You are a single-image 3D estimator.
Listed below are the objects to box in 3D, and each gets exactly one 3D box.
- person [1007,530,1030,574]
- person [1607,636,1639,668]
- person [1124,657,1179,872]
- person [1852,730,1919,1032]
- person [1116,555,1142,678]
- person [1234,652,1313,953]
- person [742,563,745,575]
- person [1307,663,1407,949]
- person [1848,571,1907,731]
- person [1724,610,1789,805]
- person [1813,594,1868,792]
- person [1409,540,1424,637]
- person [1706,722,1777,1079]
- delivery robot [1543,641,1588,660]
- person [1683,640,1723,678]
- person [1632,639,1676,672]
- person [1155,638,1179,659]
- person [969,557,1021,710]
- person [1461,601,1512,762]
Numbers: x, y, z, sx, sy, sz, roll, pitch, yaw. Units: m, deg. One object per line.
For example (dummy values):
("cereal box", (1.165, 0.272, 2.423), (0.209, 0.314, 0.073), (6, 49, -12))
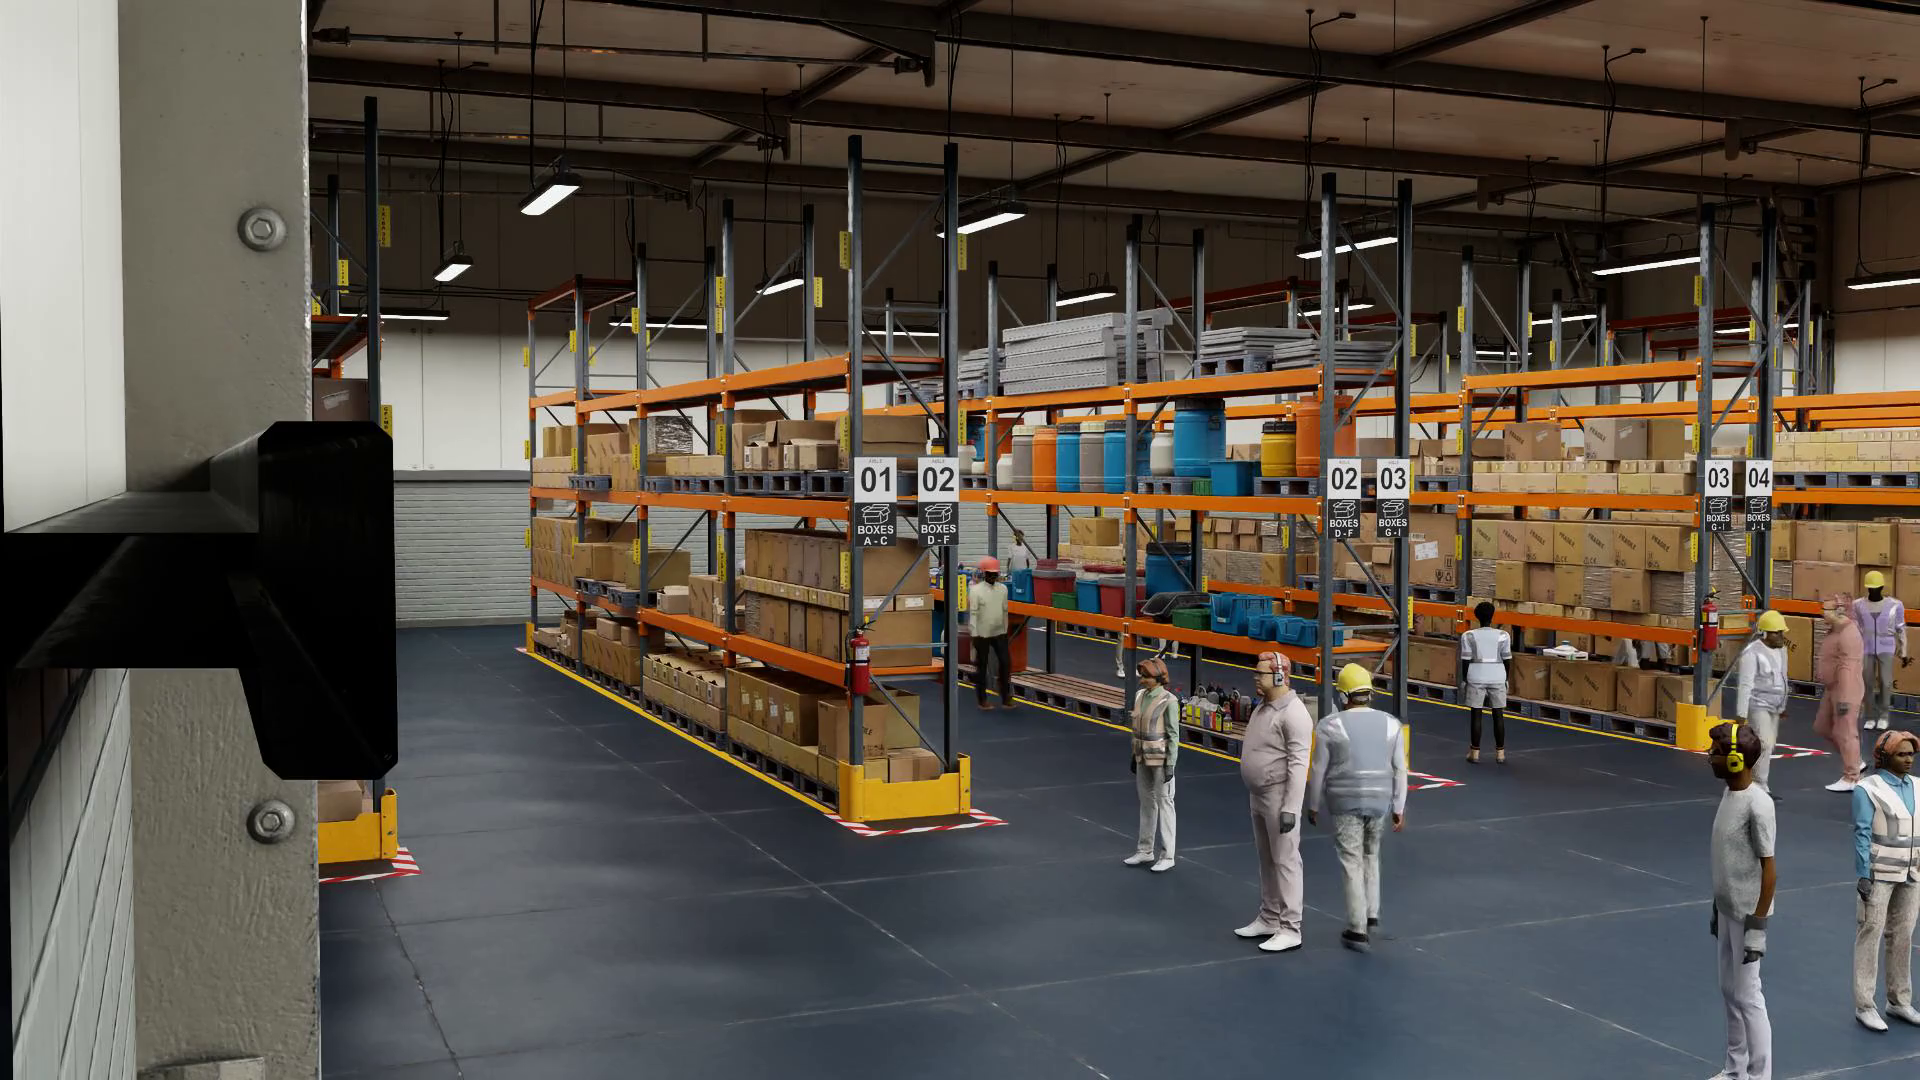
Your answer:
("person", (1.240, 0.697, 38.030), (0.499, 1.839, 0.932), (0, 2, 1))
("person", (9.204, 1.219, 24.645), (0.584, 1.836, 1.002), (-1, 2, -26))
("person", (1.499, 1.720, 13.830), (0.309, 1.640, 0.513), (-1, 3, -33))
("person", (5.165, 1.870, 9.931), (0.511, 1.641, 0.308), (-1, 2, -19))
("person", (2.529, 1.114, 26.693), (0.512, 1.873, 0.329), (-1, 2, -27))
("person", (2.016, 1.674, 11.589), (0.406, 1.911, 0.639), (-1, 2, -13))
("person", (-3.434, 0.974, 30.518), (0.612, 1.858, 1.029), (0, 2, 5))
("person", (2.580, 1.717, 11.704), (0.599, 1.814, 0.611), (0, 2, -13))
("person", (10.788, 1.310, 21.111), (0.628, 1.900, 0.670), (1, 3, 33))
("person", (7.405, 1.535, 16.673), (0.610, 1.802, 0.668), (-2, 3, -37))
("person", (8.443, 1.468, 17.184), (0.430, 1.888, 0.667), (0, 2, 12))
("person", (7.649, 0.957, 30.406), (0.639, 1.902, 0.407), (1, 2, 18))
("person", (3.733, 1.809, 8.615), (0.312, 1.866, 0.538), (0, 2, 4))
("delivery robot", (8.986, 1.741, 26.584), (0.477, 0.478, 0.707), (-1, 2, -19))
("person", (10.087, 1.342, 24.260), (0.501, 1.613, 0.739), (0, 2, 3))
("person", (9.003, 1.213, 23.221), (0.551, 1.936, 0.360), (1, 2, 14))
("person", (3.368, 1.130, 29.297), (0.499, 1.634, 0.285), (-1, 2, -16))
("person", (0.445, 1.209, 22.886), (0.666, 1.968, 0.805), (-1, 3, -33))
("person", (5.553, 1.498, 18.921), (0.529, 1.694, 0.321), (0, 2, 7))
